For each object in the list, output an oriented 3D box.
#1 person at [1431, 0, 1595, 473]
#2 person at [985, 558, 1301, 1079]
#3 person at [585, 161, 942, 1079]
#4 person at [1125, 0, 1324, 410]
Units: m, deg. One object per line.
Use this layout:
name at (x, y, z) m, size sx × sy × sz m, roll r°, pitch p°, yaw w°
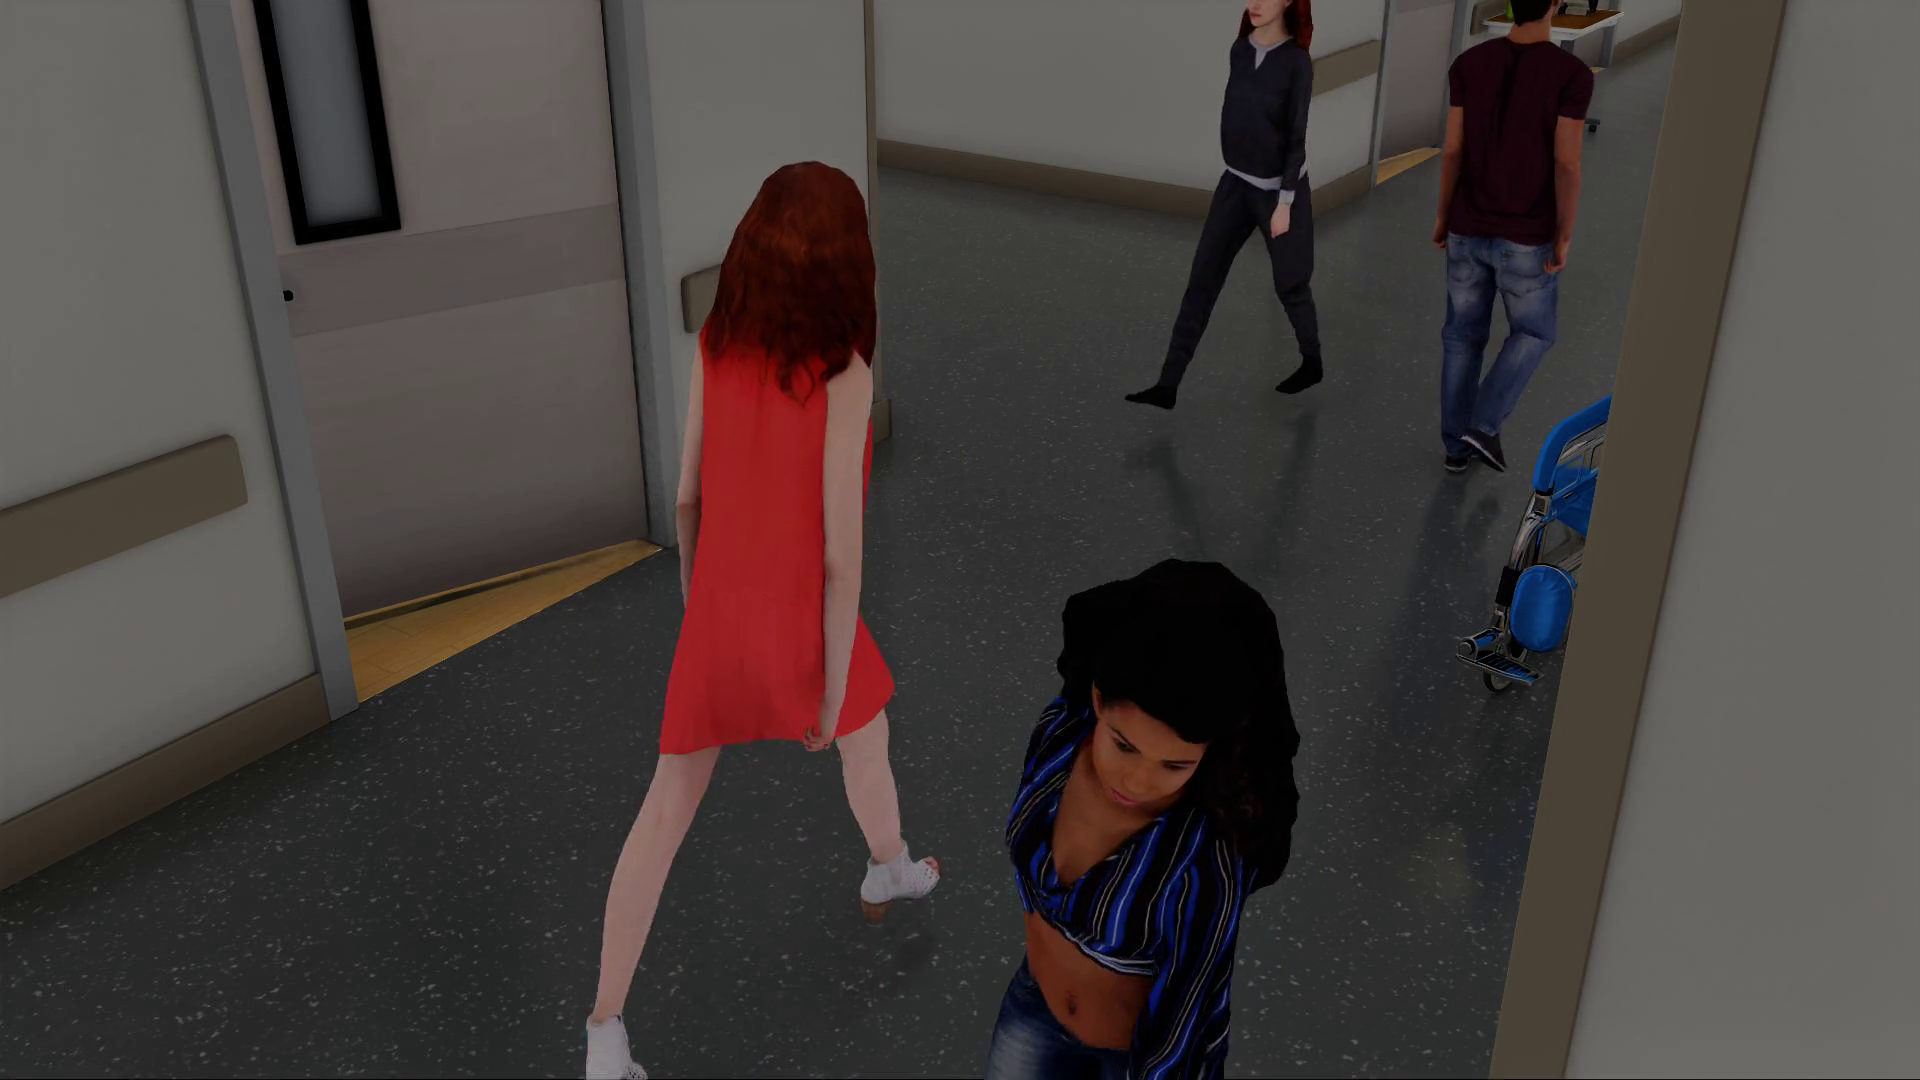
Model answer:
person at (1.858, -1.068, 5.782) m, size 0.649 × 1.840 × 0.710 m, roll 17°, pitch 31°, yaw 31°
person at (0.242, 0.702, 2.411) m, size 0.865 × 1.579 × 0.713 m, roll -17°, pitch 30°, yaw -31°
person at (-0.417, 0.275, 3.112) m, size 0.676 × 1.739 × 1.290 m, roll 14°, pitch 29°, yaw 26°
person at (1.237, -1.307, 6.422) m, size 1.236 × 1.714 × 0.892 m, roll -17°, pitch 30°, yaw -31°
